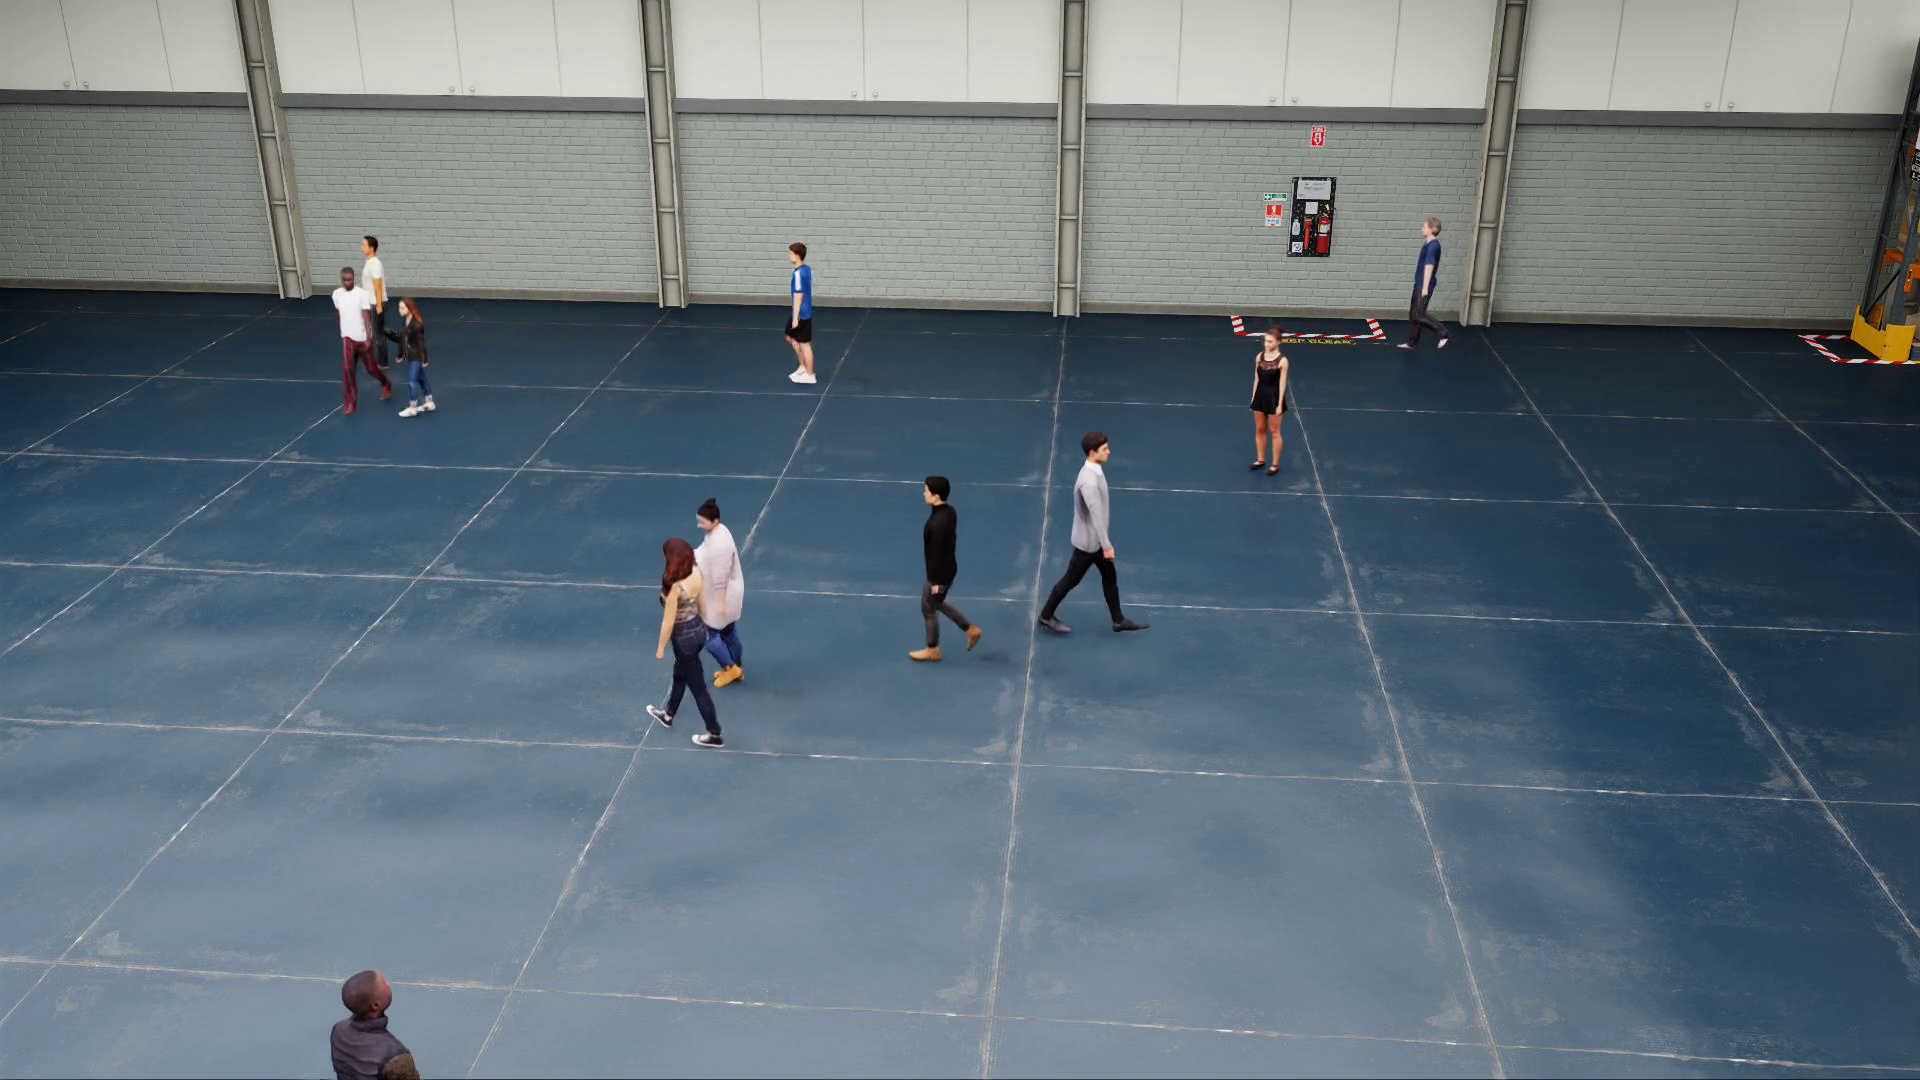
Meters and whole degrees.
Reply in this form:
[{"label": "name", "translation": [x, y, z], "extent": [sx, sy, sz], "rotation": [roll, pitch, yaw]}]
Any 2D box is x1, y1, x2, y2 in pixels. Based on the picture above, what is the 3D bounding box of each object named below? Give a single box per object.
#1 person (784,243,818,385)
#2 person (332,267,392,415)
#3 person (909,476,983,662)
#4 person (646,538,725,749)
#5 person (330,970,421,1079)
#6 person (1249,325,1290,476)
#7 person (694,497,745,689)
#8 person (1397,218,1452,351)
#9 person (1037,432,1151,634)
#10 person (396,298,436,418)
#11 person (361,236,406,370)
[{"label": "person", "translation": [-1.963, -2.929, 21.506], "extent": [0.674, 1.857, 0.714], "rotation": [-1, 23, -3]}, {"label": "person", "translation": [-7.406, -2.502, 20.580], "extent": [1.001, 1.798, 0.739], "rotation": [4, 23, 8]}, {"label": "person", "translation": [-0.111, 0.255, 14.210], "extent": [0.902, 1.708, 0.727], "rotation": [5, 24, 12]}, {"label": "person", "translation": [-2.018, 0.819, 12.836], "extent": [1.062, 1.746, 0.795], "rotation": [9, 25, 20]}, {"label": "person", "translation": [-2.770, 2.890, 7.900], "extent": [1.218, 1.797, 1.206], "rotation": [20, 30, 39]}, {"label": "person", "translation": [3.458, -1.571, 18.541], "extent": [0.743, 1.678, 0.674], "rotation": [-21, 30, -40]}, {"label": "person", "translation": [-1.906, 0.439, 13.755], "extent": [0.723, 1.726, 0.790], "rotation": [-1, 23, -3]}, {"label": "person", "translation": [6.448, -3.465, 22.778], "extent": [0.948, 1.849, 0.715], "rotation": [4, 23, 10]}, {"label": "person", "translation": [1.045, -0.016, 14.623], "extent": [1.288, 1.884, 0.871], "rotation": [6, 24, 13]}, {"label": "person", "translation": [-6.649, -2.274, 20.467], "extent": [0.863, 1.465, 0.802], "rotation": [-17, 29, -35]}, {"label": "person", "translation": [-7.678, -3.155, 22.126], "extent": [1.012, 1.788, 0.913], "rotation": [-13, 26, -28]}]
